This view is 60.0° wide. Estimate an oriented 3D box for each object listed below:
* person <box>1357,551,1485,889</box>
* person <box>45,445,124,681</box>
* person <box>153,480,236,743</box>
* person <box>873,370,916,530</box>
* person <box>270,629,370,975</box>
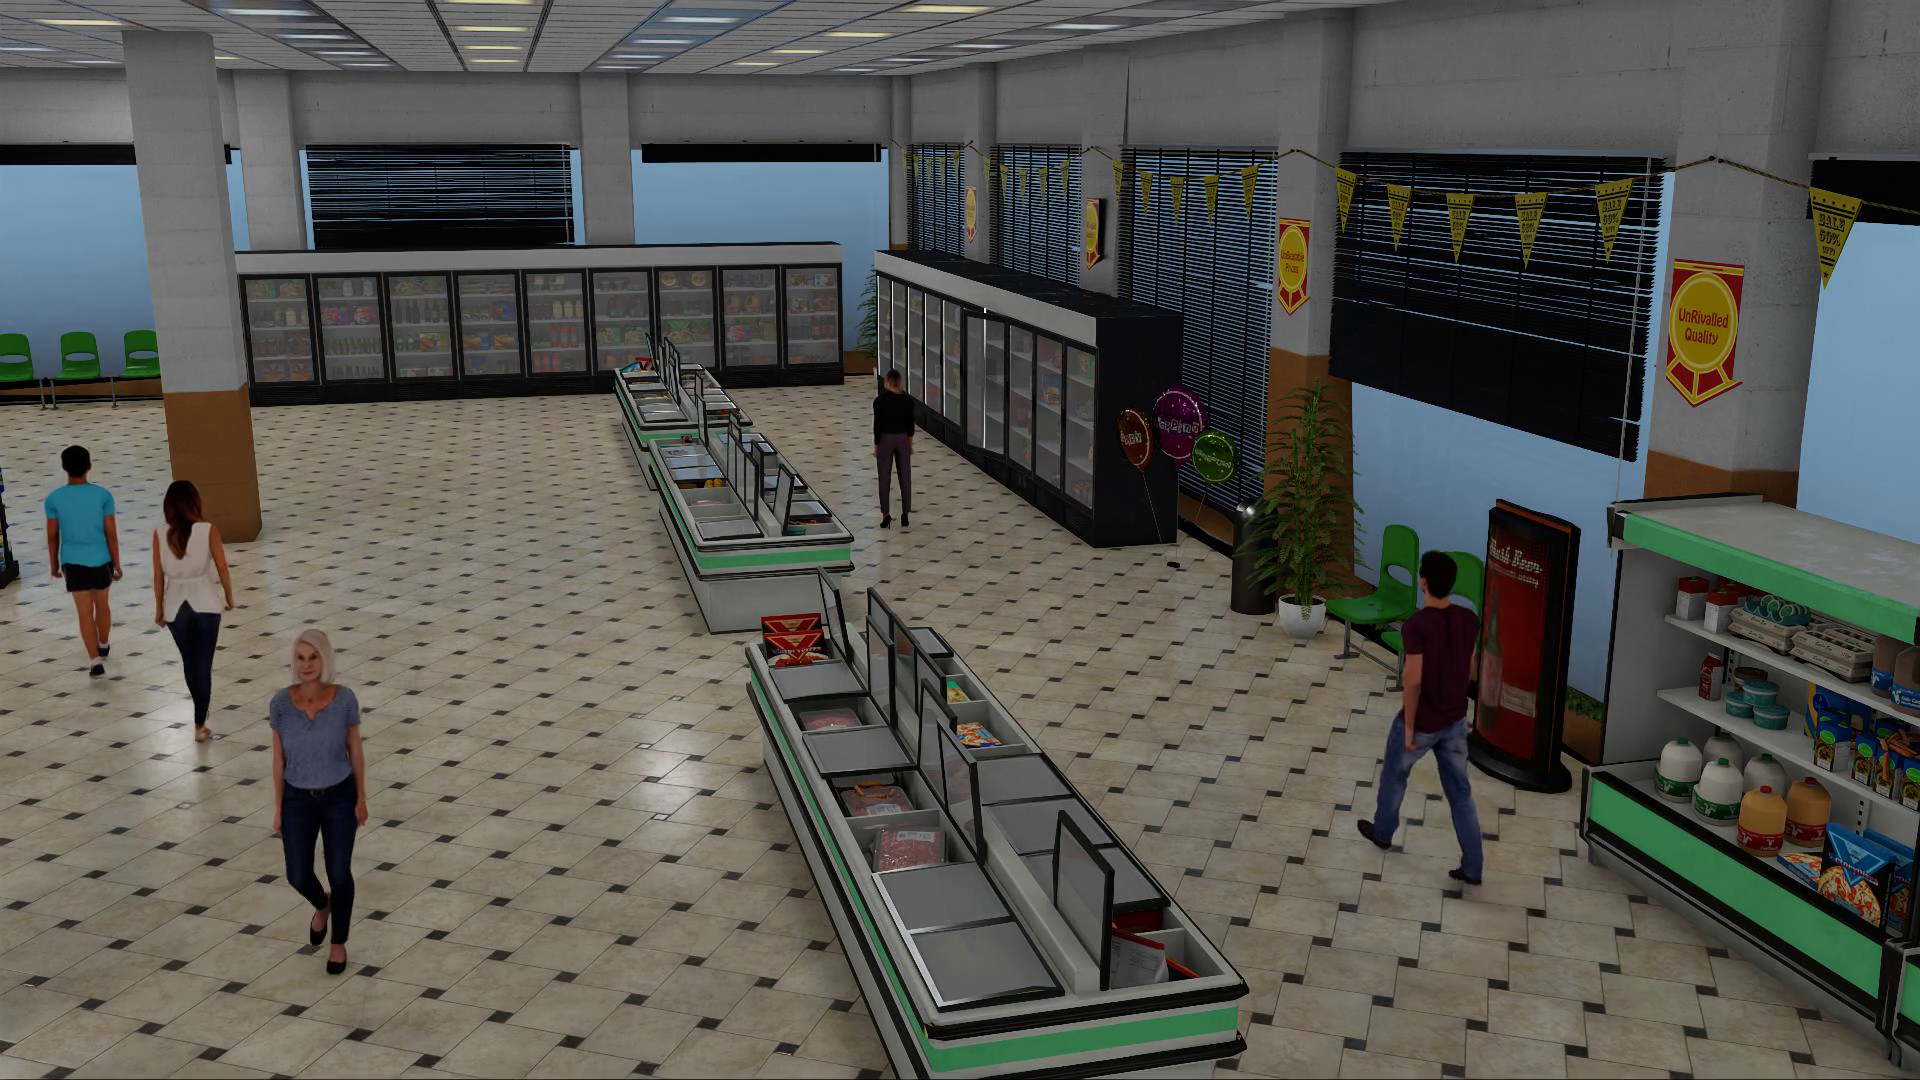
[{"bbox_3d":[2.631,1.004,9.016,0.672,1.808,1.158,-4,14,-17],"label":"person"},{"bbox_3d":[-6.536,0.213,12.443,0.830,1.729,1.215,-7,15,-27],"label":"person"},{"bbox_3d":[-5.170,0.503,11.167,0.637,1.767,0.875,-3,14,-12],"label":"person"},{"bbox_3d":[-0.690,-0.949,17.357,0.588,1.671,0.505,-4,14,-15],"label":"person"},{"bbox_3d":[-3.142,1.251,8.194,0.600,1.715,0.674,-3,14,-11],"label":"person"}]
